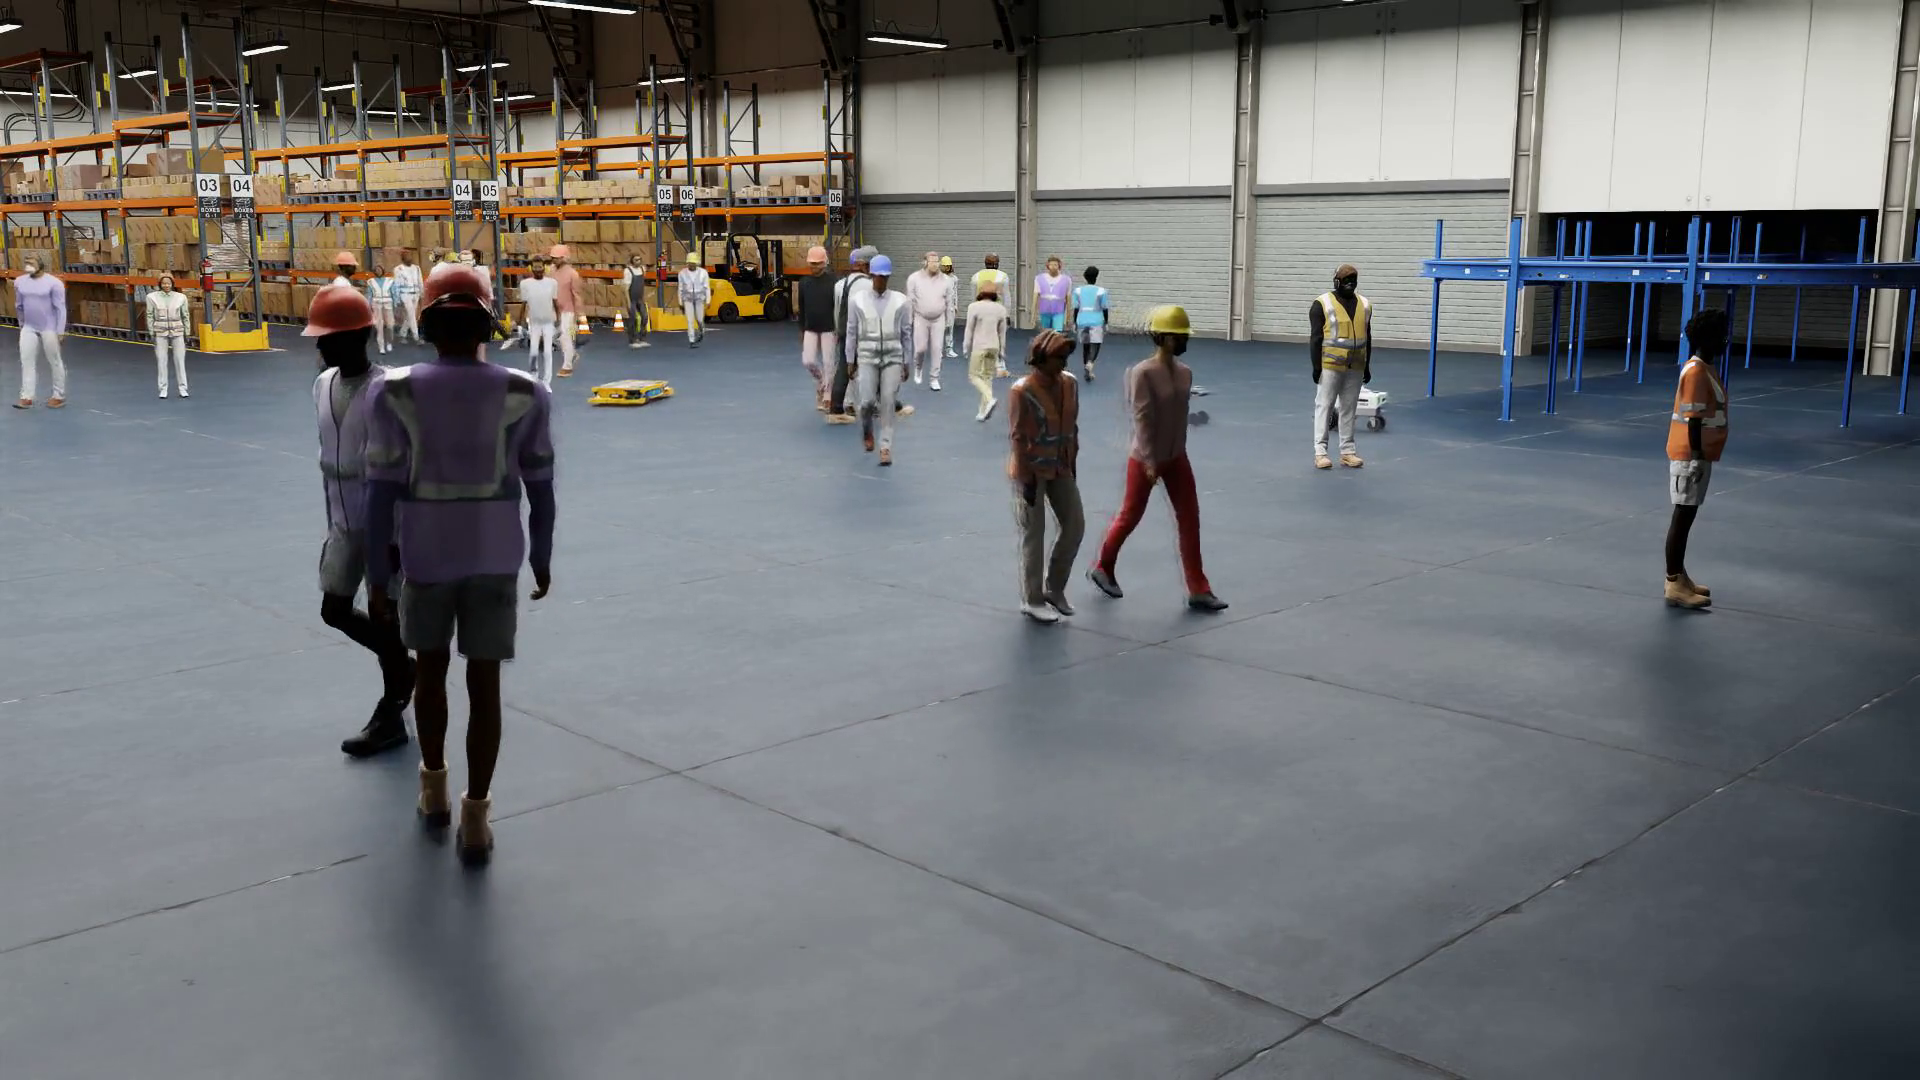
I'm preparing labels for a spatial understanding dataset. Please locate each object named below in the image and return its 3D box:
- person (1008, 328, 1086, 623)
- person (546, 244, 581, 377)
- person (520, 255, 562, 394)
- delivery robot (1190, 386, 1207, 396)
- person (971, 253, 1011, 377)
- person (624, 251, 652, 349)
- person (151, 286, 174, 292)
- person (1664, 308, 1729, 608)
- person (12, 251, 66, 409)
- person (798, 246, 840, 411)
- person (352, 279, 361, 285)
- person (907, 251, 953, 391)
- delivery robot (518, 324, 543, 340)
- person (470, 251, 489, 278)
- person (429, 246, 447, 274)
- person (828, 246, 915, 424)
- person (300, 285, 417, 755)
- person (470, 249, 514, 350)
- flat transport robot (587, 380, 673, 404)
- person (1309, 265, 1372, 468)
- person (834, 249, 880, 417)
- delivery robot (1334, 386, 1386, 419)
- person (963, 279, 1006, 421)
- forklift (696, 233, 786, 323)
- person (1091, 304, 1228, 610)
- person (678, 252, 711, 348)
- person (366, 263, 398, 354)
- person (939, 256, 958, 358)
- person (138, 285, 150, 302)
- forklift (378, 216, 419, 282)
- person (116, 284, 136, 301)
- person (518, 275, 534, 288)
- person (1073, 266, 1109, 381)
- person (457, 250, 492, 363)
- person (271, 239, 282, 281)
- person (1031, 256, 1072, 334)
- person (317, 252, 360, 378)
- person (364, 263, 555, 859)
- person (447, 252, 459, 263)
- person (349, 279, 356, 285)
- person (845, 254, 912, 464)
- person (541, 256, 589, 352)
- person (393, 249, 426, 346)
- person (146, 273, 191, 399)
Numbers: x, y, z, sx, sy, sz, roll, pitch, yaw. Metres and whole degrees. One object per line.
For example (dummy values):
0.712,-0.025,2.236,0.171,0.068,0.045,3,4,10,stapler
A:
0.468,-0.343,9.027,0.538,1.614,0.414,-9,14,-40,person
-5.967,-3.468,25.102,0.637,1.976,0.542,6,12,29,person
-5.639,-2.906,22.418,0.529,1.852,0.473,-4,11,-19,person
2.449,-1.765,18.858,0.698,0.223,0.335,6,12,29,delivery robot
0.486,-3.375,24.972,0.620,1.845,0.429,5,11,24,person
-6.022,-4.478,31.074,0.644,1.813,0.555,9,14,40,person
-19.722,-6.356,41.117,0.572,1.883,0.354,-8,13,-38,person
4.235,-0.478,9.569,0.319,1.697,0.533,5,11,25,person
-11.206,-2.529,20.164,0.661,1.907,0.900,0,10,2,person
-1.681,-2.567,20.189,0.634,1.979,0.539,4,11,19,person
-18.553,-8.119,50.800,0.671,1.850,0.984,7,12,33,person
-0.422,-3.009,22.831,0.677,1.891,0.479,-2,11,-10,person
-8.030,-3.963,31.541,0.707,0.478,0.477,6,12,28,delivery robot
-8.969,-4.387,30.538,0.653,1.813,0.734,-2,11,-9,person
-8.381,-3.776,26.895,0.372,1.940,0.630,0,10,1,person
-1.028,-2.312,18.749,1.016,2.000,0.696,-6,12,-29,person
-2.425,-0.085,6.843,0.540,1.918,0.519,5,12,27,person
-8.787,-4.441,30.761,0.971,1.871,0.573,2,11,9,person
-4.227,-1.911,21.395,0.652,0.197,1.431,2,11,8,flat transport robot
3.502,-1.590,15.244,0.626,1.844,0.429,-3,11,-18,person
-1.177,-2.415,19.442,0.605,1.951,0.379,4,11,19,person
4.303,-1.525,18.261,0.707,0.478,0.477,5,11,25,delivery robot
0.305,-2.152,18.913,0.537,1.614,0.458,-6,12,-29,person
-5.496,-6.489,41.108,2.313,2.155,1.214,-10,14,-44,forklift
1.129,-0.491,9.557,0.524,1.726,0.894,-8,13,-38,person
-5.041,-4.562,31.591,0.624,1.798,0.717,-1,10,-6,person
-10.413,-4.184,29.983,0.514,1.616,0.715,-4,11,-23,person
-0.242,-4.060,28.978,0.492,1.744,0.295,-6,12,-31,person
-23.447,-7.435,47.675,0.281,1.636,0.500,5,11,24,person
-17.868,-9.201,54.028,1.873,2.768,1.129,-10,14,-44,forklift
-20.151,-6.159,40.225,0.514,1.819,0.962,-9,13,-39,person
-11.710,-7.096,45.052,0.568,1.916,0.437,-10,14,-43,person
1.879,-3.137,24.151,0.538,1.676,0.724,4,11,21,person
-6.652,-2.966,22.568,0.641,1.908,0.407,-6,12,-31,person
-20.387,-7.921,49.320,0.850,2.021,0.614,-3,11,-15,person
1.414,-3.453,25.543,0.587,1.791,0.989,2,11,11,person
-8.440,-3.004,22.863,1.008,1.880,0.566,-2,11,-12,person
-1.731,0.051,5.822,0.627,2.007,0.787,-3,11,-15,person
-10.057,-4.795,32.893,0.924,1.786,0.588,7,12,33,person
-18.333,-7.894,49.482,0.985,1.902,0.632,-9,14,-41,person
-0.756,-1.687,15.515,0.628,1.933,0.550,-2,11,-10,person
-7.263,-4.405,30.443,0.971,1.886,0.574,-5,12,-26,person
-10.662,-4.692,32.152,0.937,1.852,0.592,7,13,34,person
-10.320,-2.669,21.720,0.514,1.629,0.323,-5,12,-26,person
